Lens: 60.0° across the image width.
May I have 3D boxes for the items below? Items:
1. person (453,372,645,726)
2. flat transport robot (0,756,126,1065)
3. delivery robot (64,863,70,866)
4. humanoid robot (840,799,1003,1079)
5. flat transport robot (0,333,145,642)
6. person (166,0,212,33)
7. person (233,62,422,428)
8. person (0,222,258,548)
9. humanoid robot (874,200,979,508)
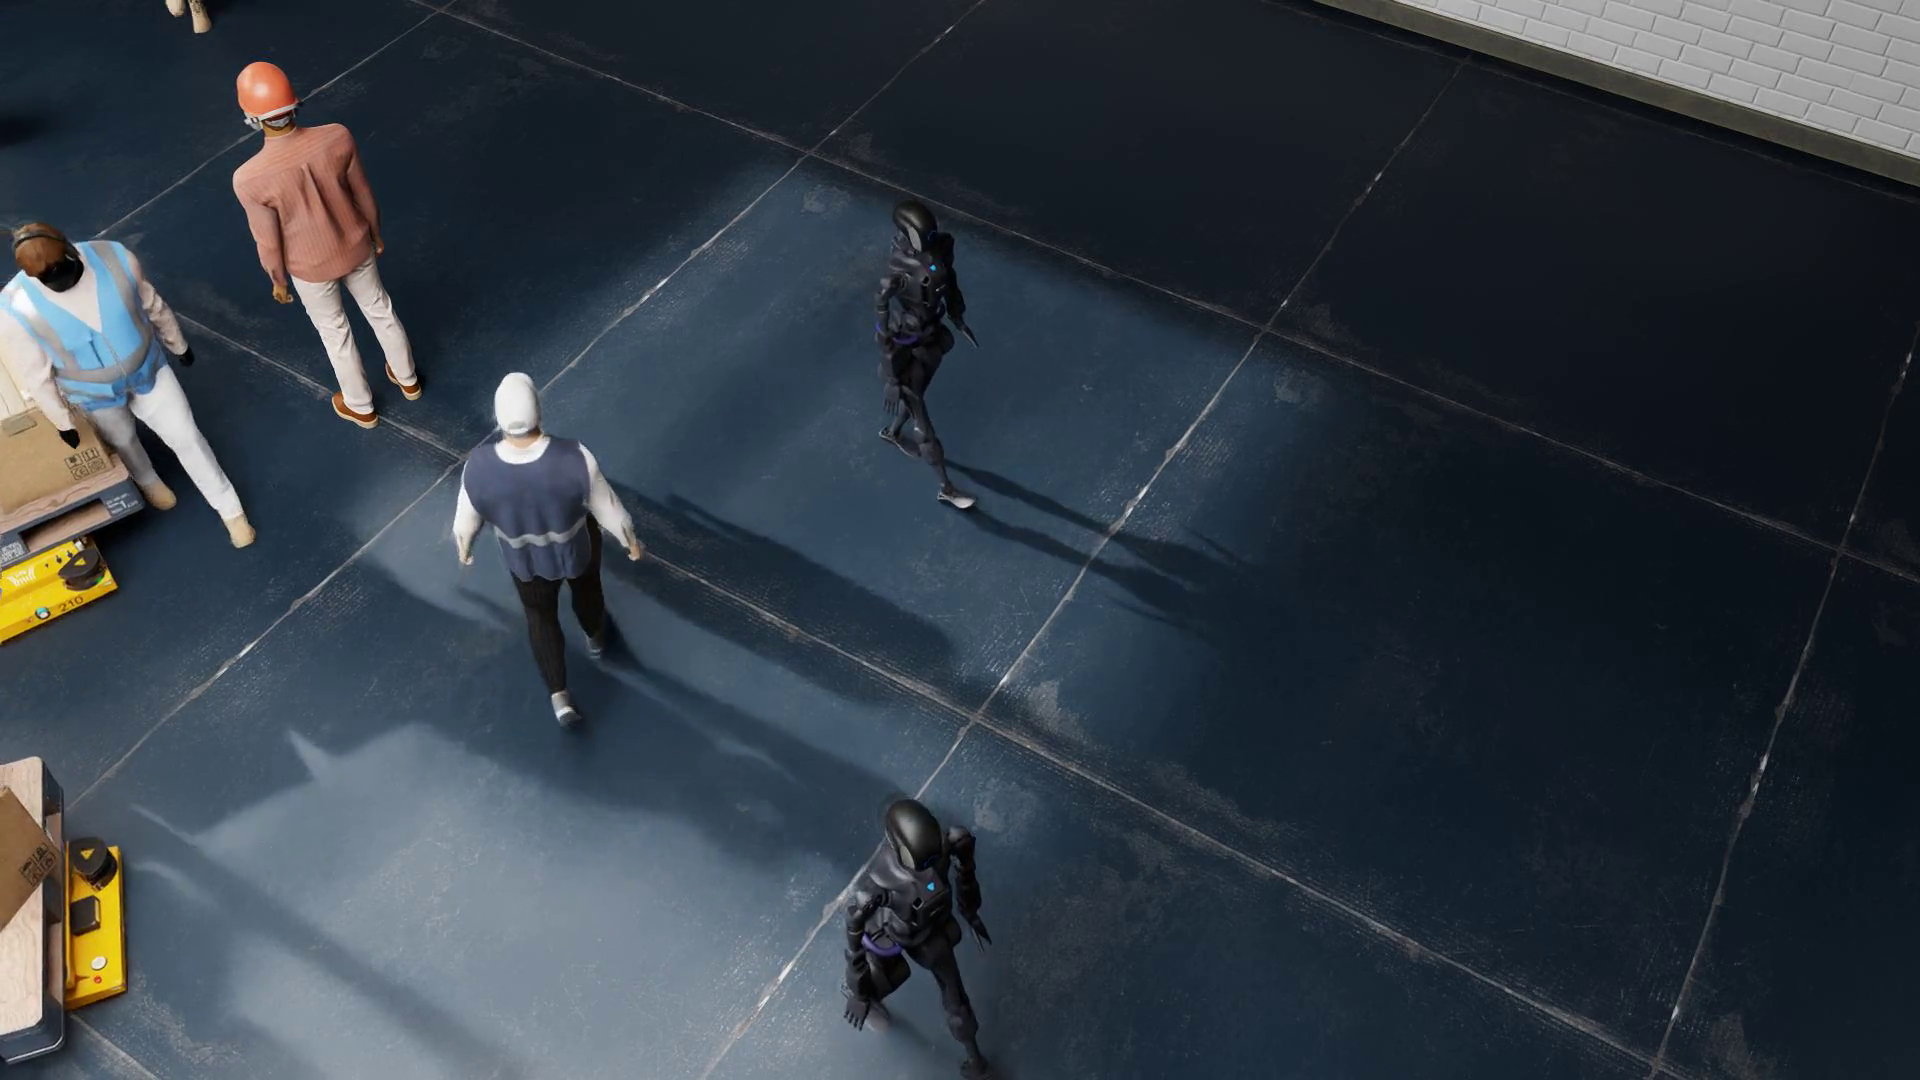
[{"bbox_3d":[-1.679,0.041,6.807,0.752,1.734,0.736,-8,49,-7],"label":"person"},{"bbox_3d":[-3.986,1.639,6.383,1.431,0.231,0.659,-15,51,-13],"label":"flat transport robot"},{"bbox_3d":[-3.822,1.417,6.382,0.499,0.587,0.766,12,50,11],"label":"delivery robot"},{"bbox_3d":[-0.152,1.396,5.690,0.591,1.621,0.790,-32,56,-25],"label":"humanoid robot"},{"bbox_3d":[-4.590,-0.111,7.913,0.659,0.231,1.431,-29,55,-23],"label":"flat transport robot"},{"bbox_3d":[-5.028,-3.995,10.238,0.516,1.878,0.441,-19,52,-16],"label":"person"},{"bbox_3d":[-2.999,-1.363,7.862,0.375,1.995,0.608,36,58,27],"label":"person"},{"bbox_3d":[-3.736,-0.691,7.414,0.680,1.789,0.897,-35,58,-27],"label":"person"},{"bbox_3d":[-0.132,-0.885,7.674,0.738,1.632,0.599,30,55,24],"label":"humanoid robot"}]
